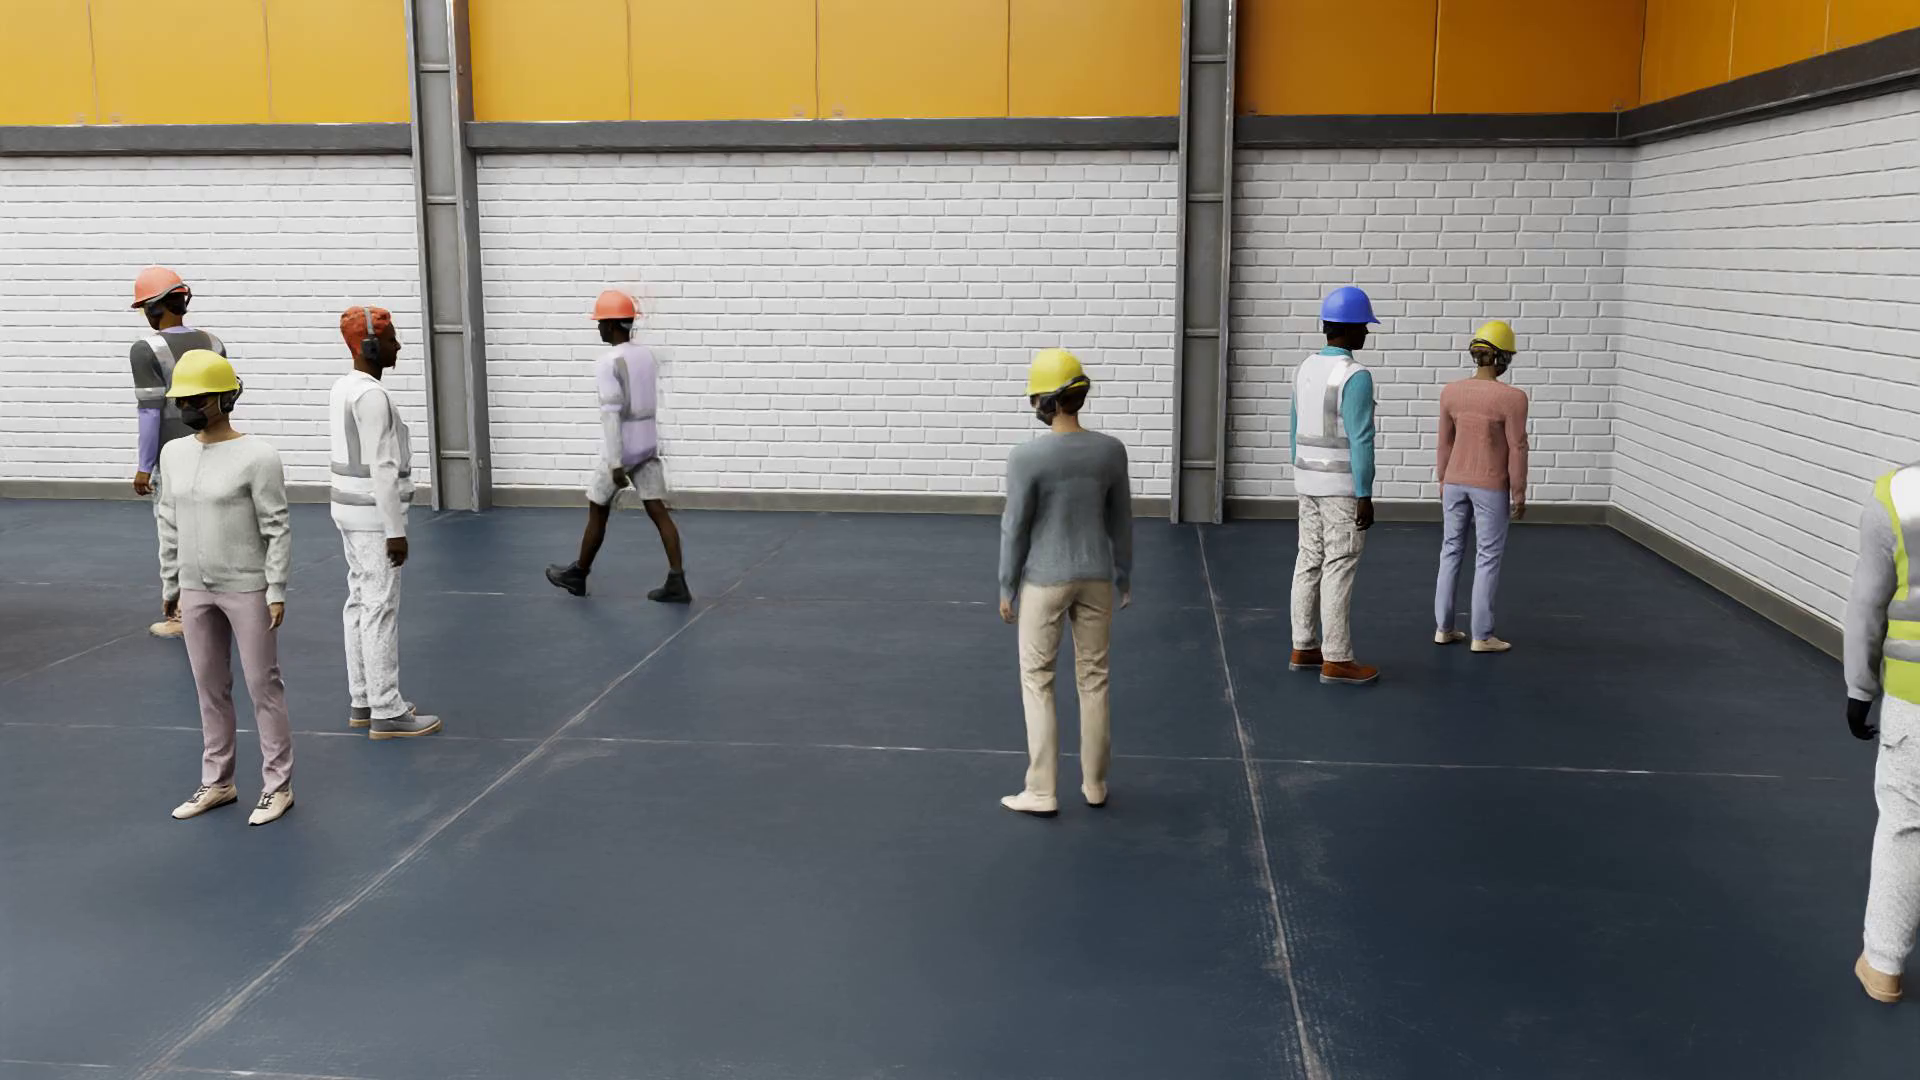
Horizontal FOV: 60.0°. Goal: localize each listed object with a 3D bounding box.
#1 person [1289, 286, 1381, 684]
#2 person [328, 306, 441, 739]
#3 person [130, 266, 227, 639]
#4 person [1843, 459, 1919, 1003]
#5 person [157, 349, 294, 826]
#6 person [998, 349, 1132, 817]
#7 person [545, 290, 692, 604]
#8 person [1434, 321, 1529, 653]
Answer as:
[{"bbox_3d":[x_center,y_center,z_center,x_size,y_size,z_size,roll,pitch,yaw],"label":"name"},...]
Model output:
[{"bbox_3d":[1.855,-0.269,8.215,0.391,1.946,0.615,-4,11,-20],"label":"person"},{"bbox_3d":[-2.561,-0.075,7.295,0.355,1.883,0.572,-7,12,-34],"label":"person"},{"bbox_3d":[-4.295,-0.472,9.136,0.385,2.035,0.605,3,10,18],"label":"person"},{"bbox_3d":[2.790,0.423,4.593,0.643,1.831,0.430,5,11,25],"label":"person"},{"bbox_3d":[-2.732,0.181,6.161,0.533,1.768,0.310,3,10,14],"label":"person"},{"bbox_3d":[0.400,0.164,6.292,0.563,1.758,0.345,-5,11,-25],"label":"person"},{"bbox_3d":[-2.058,-0.559,10.061,1.006,1.881,0.555,5,11,29],"label":"person"},{"bbox_3d":[2.769,-0.276,8.816,0.343,1.755,0.531,-8,13,-39],"label":"person"}]
